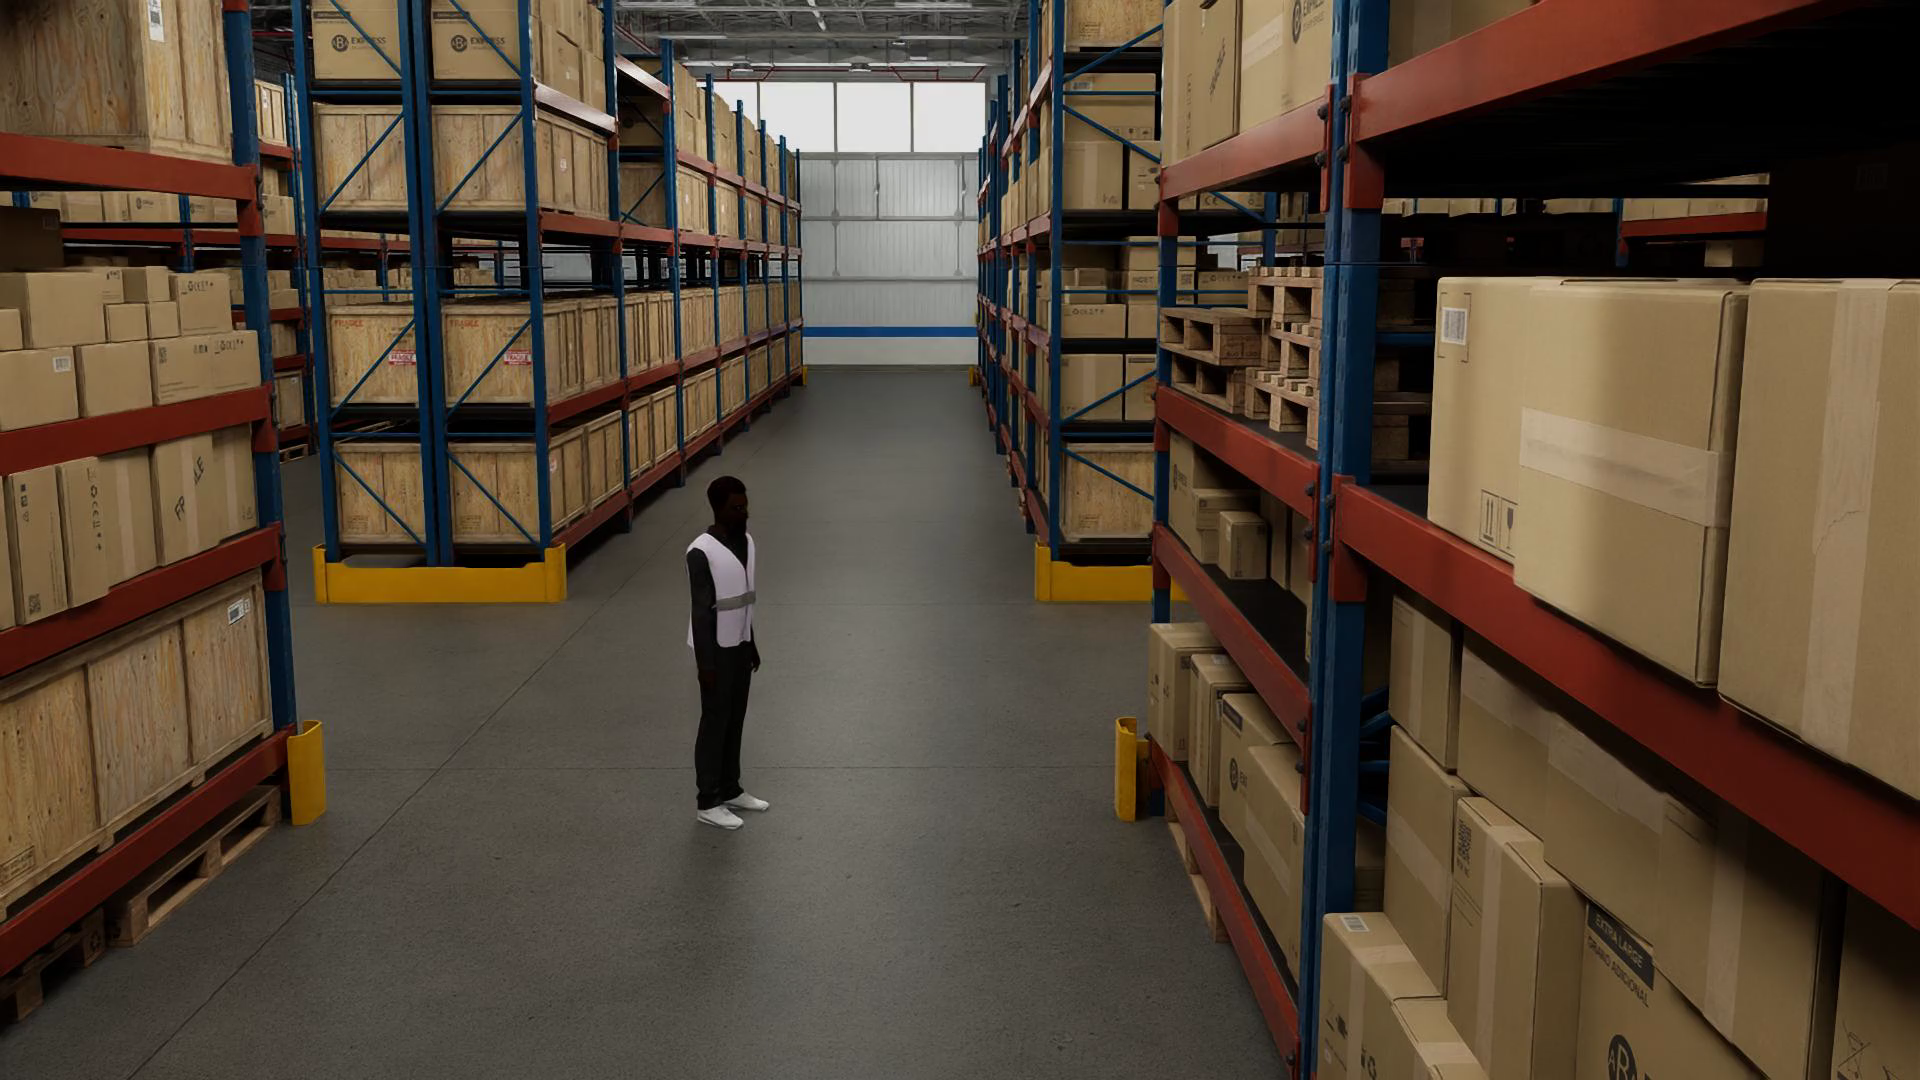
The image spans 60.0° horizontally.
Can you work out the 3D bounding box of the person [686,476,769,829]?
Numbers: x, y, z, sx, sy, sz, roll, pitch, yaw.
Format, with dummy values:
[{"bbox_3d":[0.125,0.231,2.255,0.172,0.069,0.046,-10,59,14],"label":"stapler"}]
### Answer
[{"bbox_3d":[-1.295,0.598,9.131,0.375,1.917,0.598,3,10,19],"label":"person"}]
